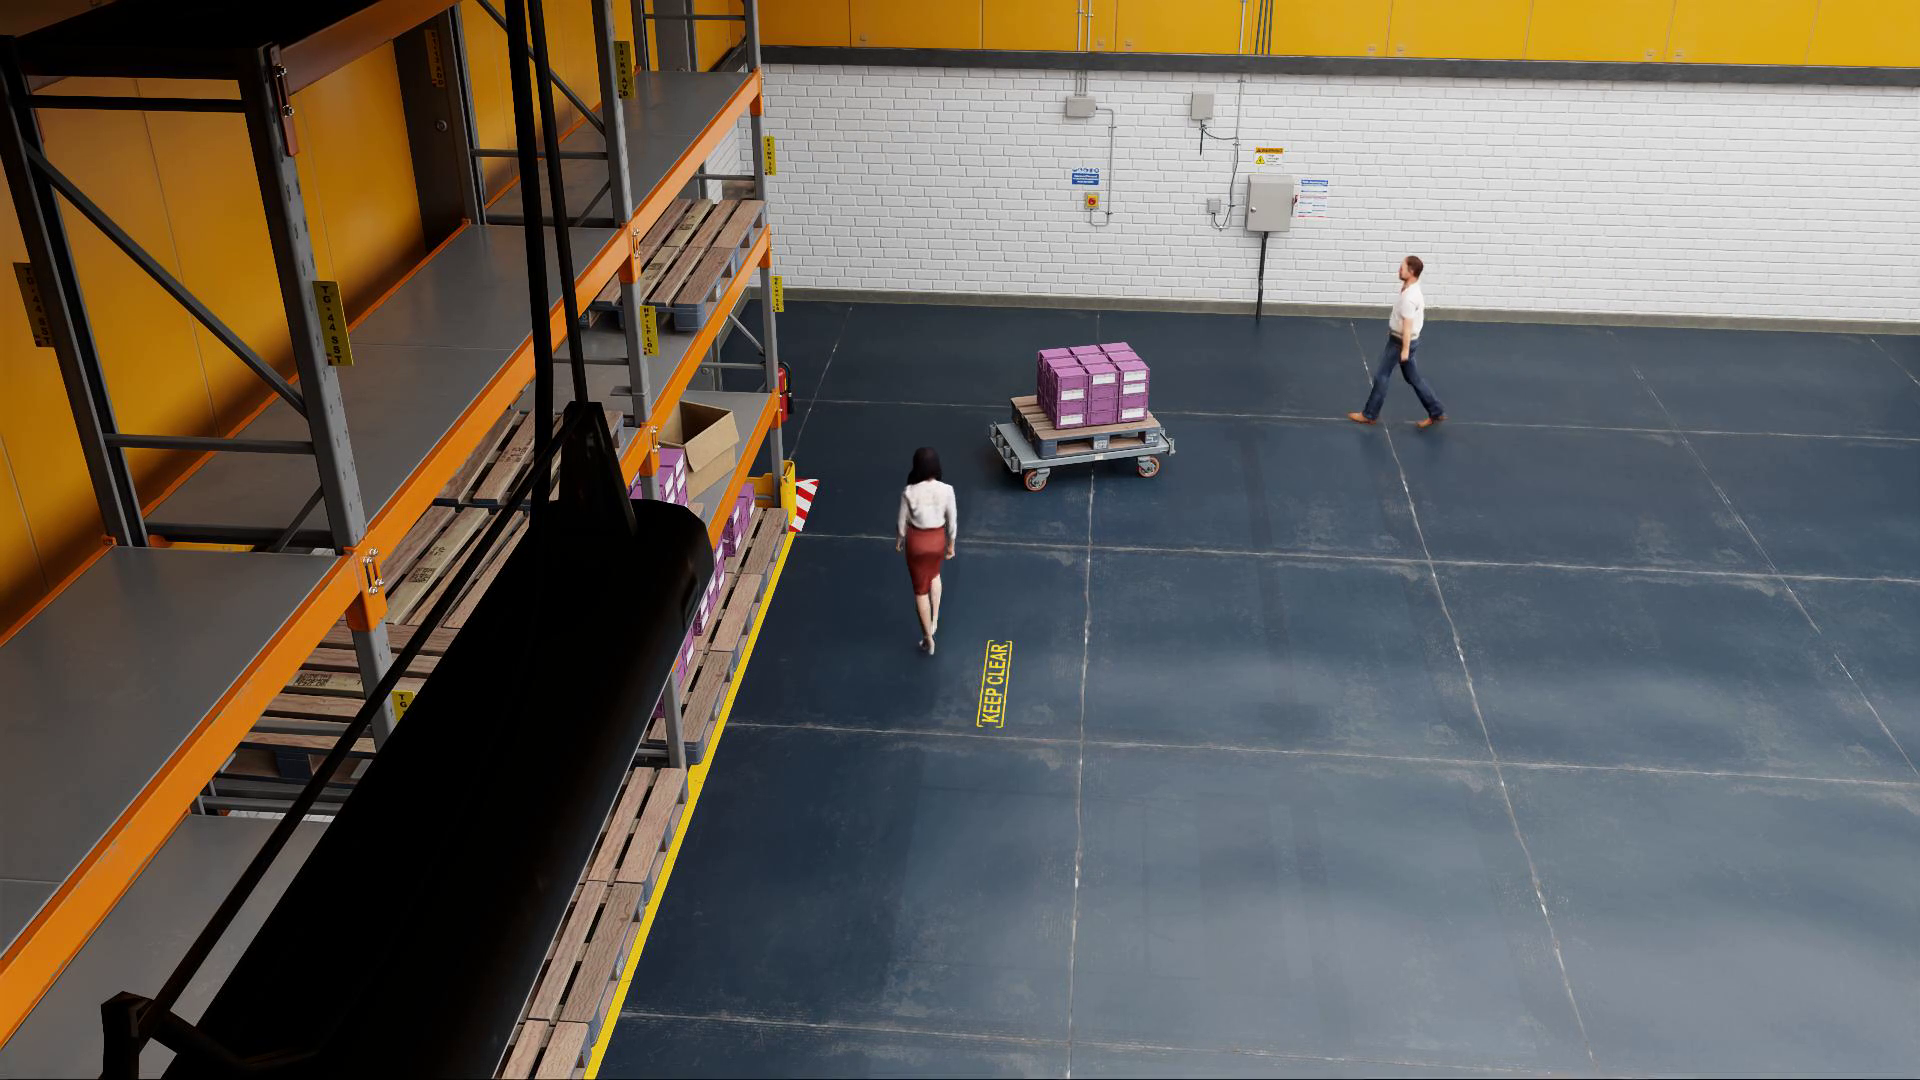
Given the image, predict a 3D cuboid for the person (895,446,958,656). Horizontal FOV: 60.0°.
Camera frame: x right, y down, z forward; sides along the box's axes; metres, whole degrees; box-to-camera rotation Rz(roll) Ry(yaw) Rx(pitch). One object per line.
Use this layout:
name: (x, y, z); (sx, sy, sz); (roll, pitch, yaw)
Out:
person: (-0.240, 0.125, 12.991); (0.723, 1.734, 0.764); (-10, 30, -17)

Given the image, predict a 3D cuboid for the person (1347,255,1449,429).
person: (4.561, -1.943, 16.694); (0.971, 1.818, 1.237); (10, 30, 18)
